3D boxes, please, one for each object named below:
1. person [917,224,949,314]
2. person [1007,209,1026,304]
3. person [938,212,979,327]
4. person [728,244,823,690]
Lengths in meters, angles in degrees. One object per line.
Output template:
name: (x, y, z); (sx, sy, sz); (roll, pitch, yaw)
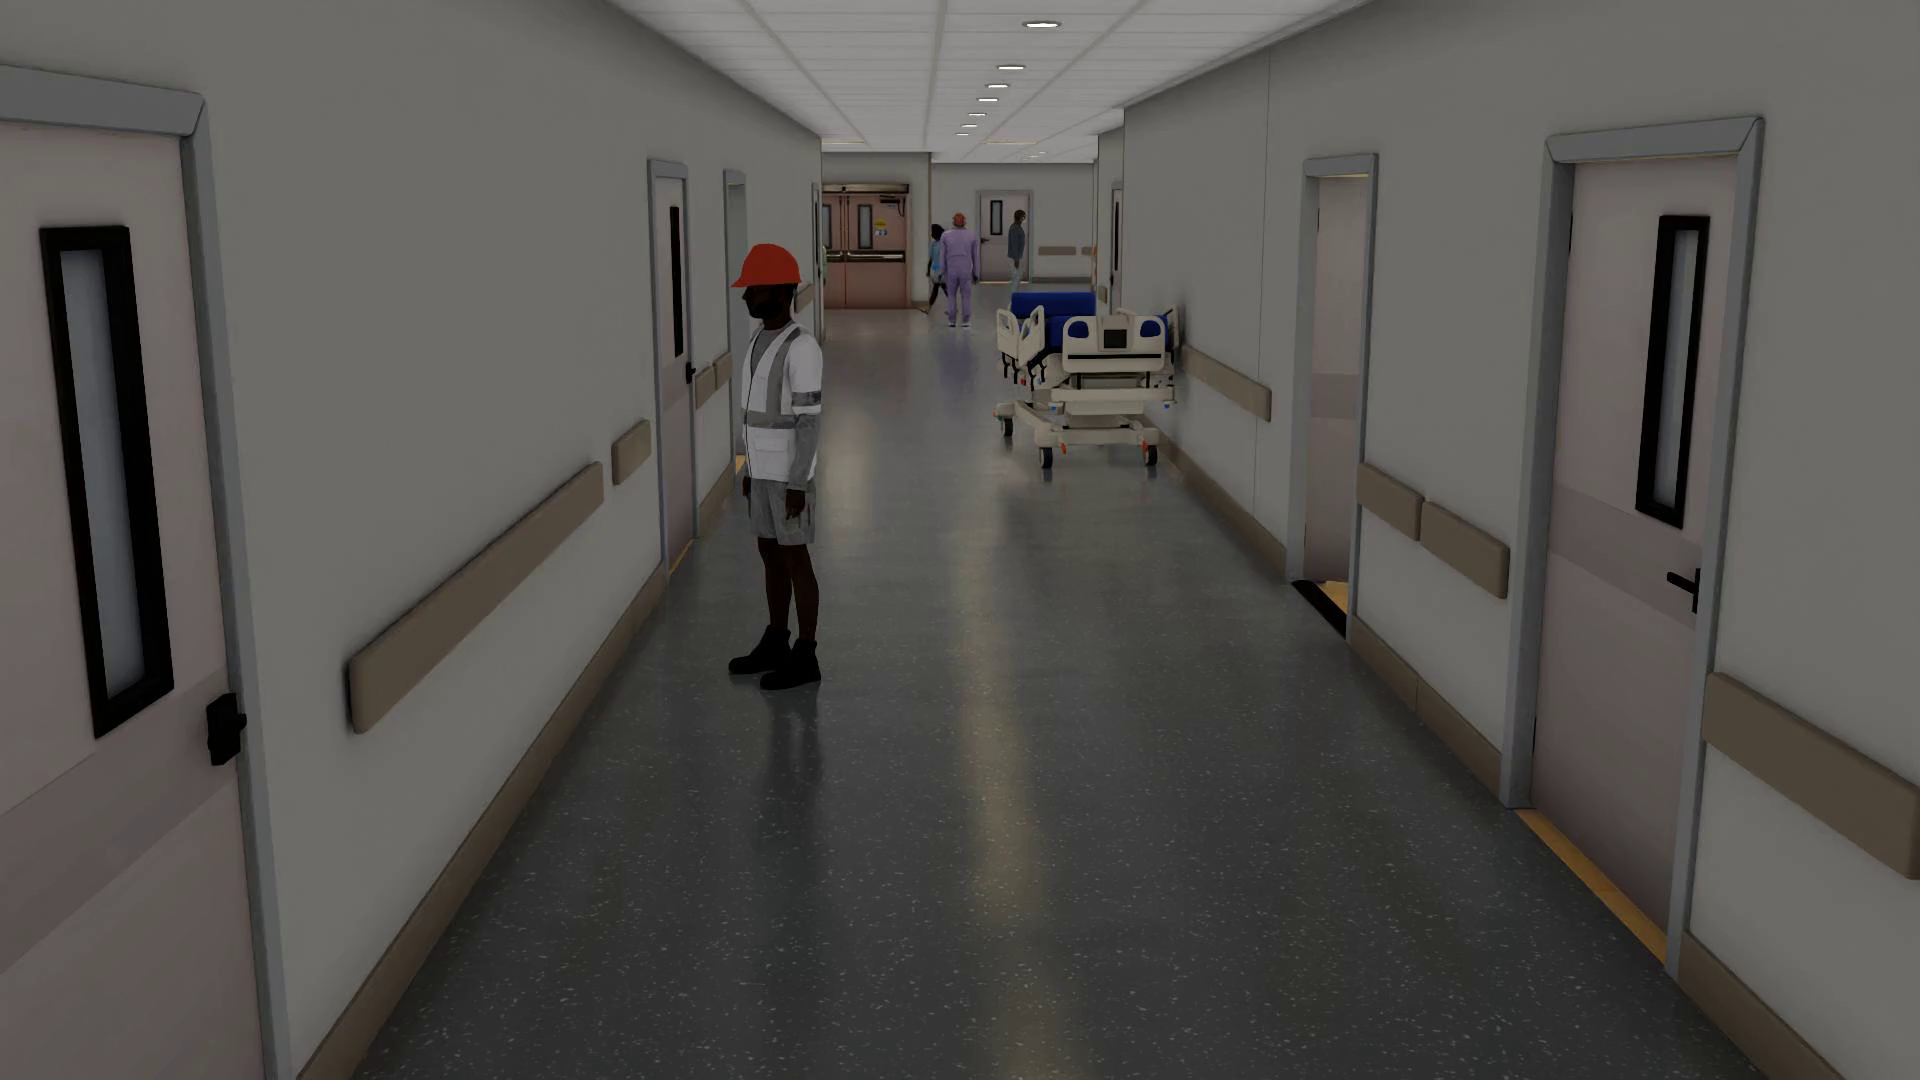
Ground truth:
person: (-0.427, -5.008, 30.808); (0.850, 1.653, 0.550); (-5, 12, -21)
person: (1.121, -5.517, 32.659); (0.377, 1.931, 0.636); (2, 12, 9)
person: (-0.021, -4.510, 27.815); (0.670, 1.908, 0.403); (0, 12, -2)
person: (-0.810, -0.317, 7.296); (0.354, 1.939, 0.545); (-8, 14, -33)
